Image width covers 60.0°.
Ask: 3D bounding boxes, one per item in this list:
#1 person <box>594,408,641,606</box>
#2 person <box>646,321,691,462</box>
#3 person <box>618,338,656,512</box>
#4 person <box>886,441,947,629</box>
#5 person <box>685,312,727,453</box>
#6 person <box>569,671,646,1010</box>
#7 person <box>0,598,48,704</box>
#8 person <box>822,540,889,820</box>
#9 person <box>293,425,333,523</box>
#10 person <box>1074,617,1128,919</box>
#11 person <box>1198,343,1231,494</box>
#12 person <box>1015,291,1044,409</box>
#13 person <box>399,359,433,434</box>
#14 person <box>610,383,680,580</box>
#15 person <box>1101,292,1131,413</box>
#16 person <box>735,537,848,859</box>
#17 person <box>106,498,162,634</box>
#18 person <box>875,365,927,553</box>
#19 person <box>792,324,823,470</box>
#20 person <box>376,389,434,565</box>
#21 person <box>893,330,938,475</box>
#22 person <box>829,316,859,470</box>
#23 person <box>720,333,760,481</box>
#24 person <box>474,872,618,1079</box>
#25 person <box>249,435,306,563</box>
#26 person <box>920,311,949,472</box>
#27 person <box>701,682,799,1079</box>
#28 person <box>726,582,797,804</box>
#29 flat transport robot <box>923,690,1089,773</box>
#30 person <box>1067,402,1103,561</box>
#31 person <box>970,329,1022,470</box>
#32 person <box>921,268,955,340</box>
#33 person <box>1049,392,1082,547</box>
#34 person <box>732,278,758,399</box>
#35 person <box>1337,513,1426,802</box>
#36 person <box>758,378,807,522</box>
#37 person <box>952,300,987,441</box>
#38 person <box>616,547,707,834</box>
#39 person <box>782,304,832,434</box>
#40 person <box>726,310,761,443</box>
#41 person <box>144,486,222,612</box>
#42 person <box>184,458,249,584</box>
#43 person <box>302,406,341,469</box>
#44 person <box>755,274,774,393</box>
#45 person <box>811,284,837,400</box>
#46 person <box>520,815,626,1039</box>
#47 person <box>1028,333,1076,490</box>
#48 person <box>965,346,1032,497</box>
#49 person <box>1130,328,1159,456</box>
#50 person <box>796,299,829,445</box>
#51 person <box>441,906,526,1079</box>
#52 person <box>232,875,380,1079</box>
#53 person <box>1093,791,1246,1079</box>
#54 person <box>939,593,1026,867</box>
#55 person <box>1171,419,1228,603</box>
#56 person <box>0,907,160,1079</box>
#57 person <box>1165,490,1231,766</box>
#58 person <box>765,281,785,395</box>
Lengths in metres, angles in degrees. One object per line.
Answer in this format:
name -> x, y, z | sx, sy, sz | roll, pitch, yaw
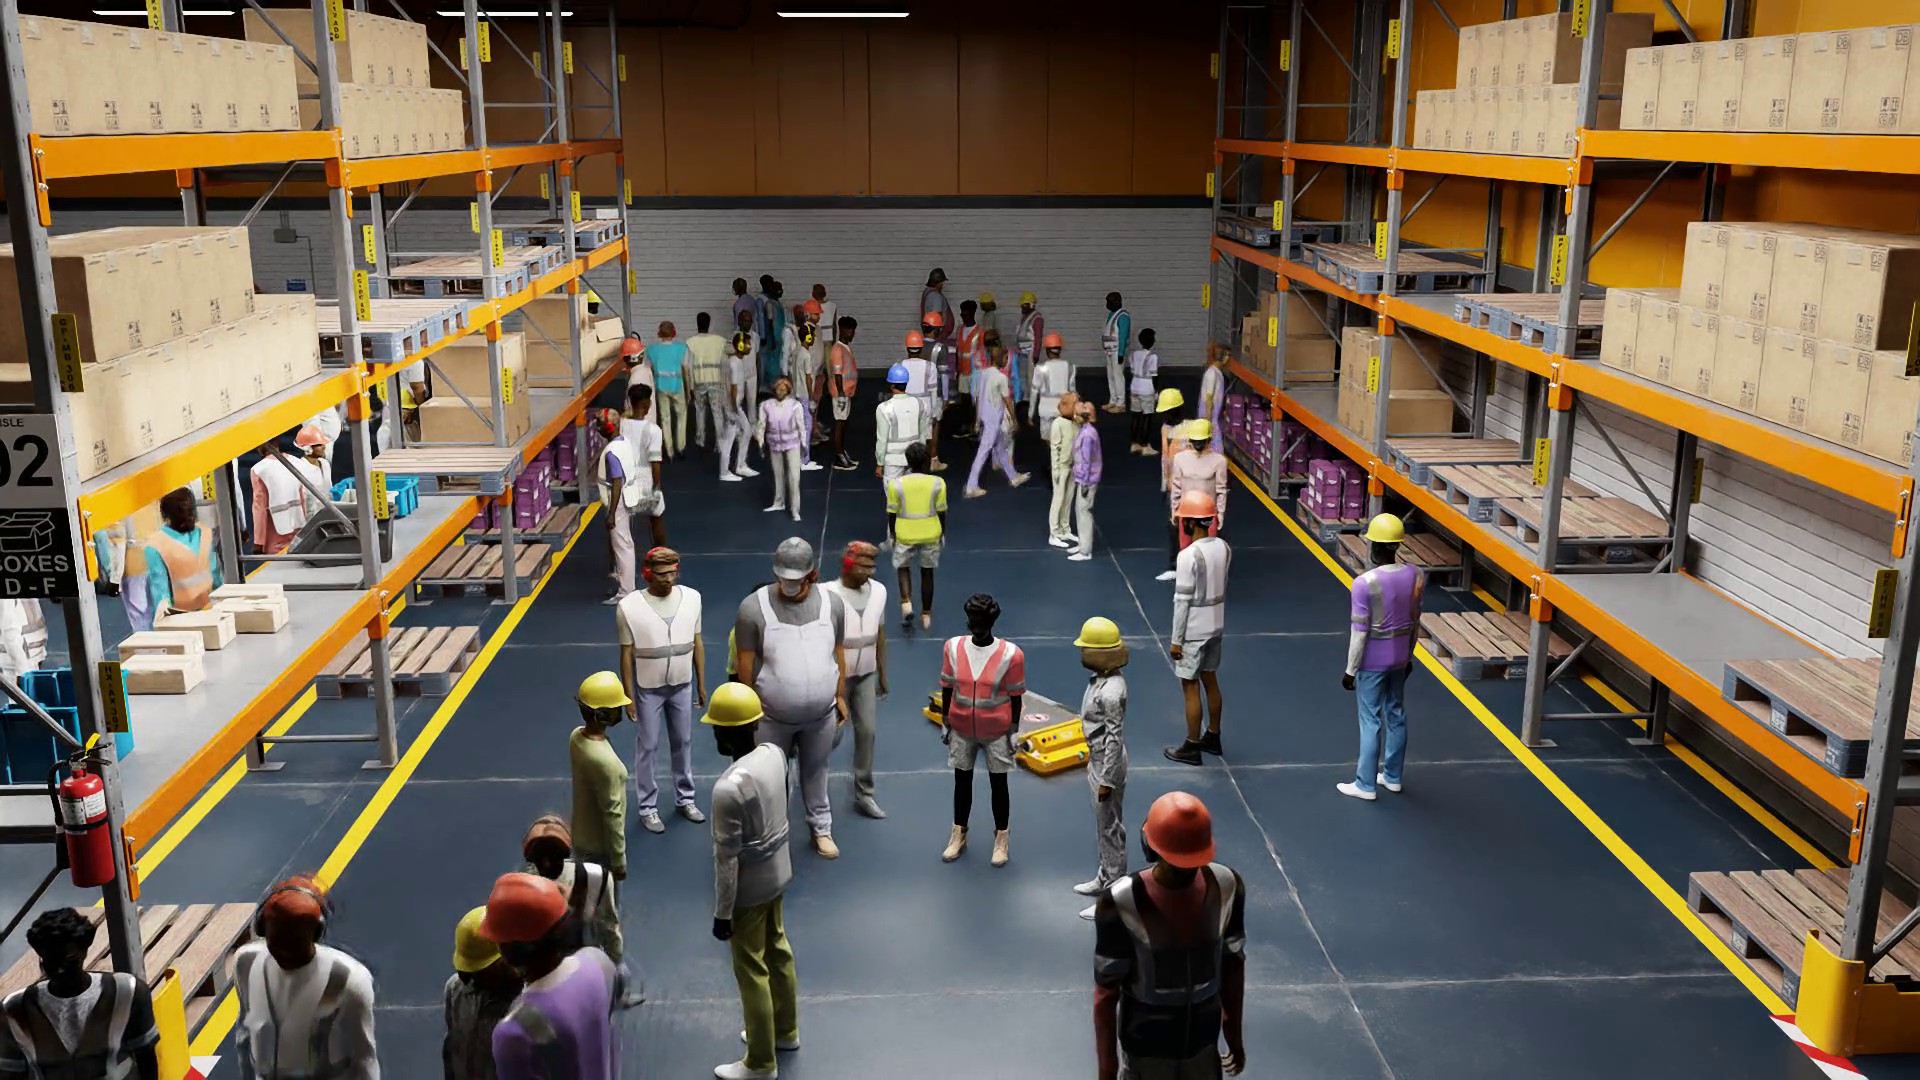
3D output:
person -> -3.148, -0.310, 15.338 | 0.390, 1.838, 0.564 | -1, 14, -4
person -> -3.797, -1.967, 21.846 | 0.578, 1.823, 0.682 | 0, 14, -1
person -> -3.653, -1.311, 18.962 | 0.394, 1.992, 0.610 | 0, 14, 0
person -> -0.371, -0.023, 14.535 | 0.539, 1.686, 0.415 | -1, 14, -5
person -> -3.394, -2.132, 22.433 | 0.585, 1.878, 0.972 | -6, 15, -21
person -> -1.788, 1.505, 8.376 | 0.338, 1.759, 0.524 | -8, 17, -30
person -> -6.169, 0.783, 10.959 | 0.355, 1.884, 0.575 | -7, 16, -24
person -> -0.740, 0.873, 10.734 | 0.593, 1.817, 0.682 | -11, 18, -38
person -> -5.753, -0.161, 14.913 | 0.319, 1.755, 0.571 | 2, 14, 8
person -> 0.789, 1.269, 9.333 | 0.319, 1.740, 0.492 | 0, 14, -1
person -> 3.027, -1.435, 19.789 | 0.437, 1.826, 0.517 | 4, 15, 15
person -> 1.063, -2.926, 25.650 | 0.403, 1.816, 0.606 | -6, 16, -24
person -> -6.587, -1.645, 20.175 | 0.536, 2.000, 0.684 | -11, 18, -37
person -> -3.156, -0.577, 16.239 | 0.626, 1.921, 0.999 | 6, 16, 23
person -> 2.371, -2.873, 25.431 | 0.429, 1.830, 0.635 | -4, 15, -16
person -> -0.974, 0.959, 9.952 | 0.674, 2.000, 0.537 | -5, 15, -20
person -> -6.531, 0.206, 13.156 | 0.381, 1.919, 0.584 | 3, 15, 11
person -> -0.616, -0.837, 17.188 | 0.605, 1.948, 0.391 | -10, 18, -35
person -> -1.961, -1.819, 21.228 | 0.333, 1.860, 0.510 | -7, 16, -25
person -> -5.501, -0.598, 16.506 | 0.403, 1.824, 0.596 | 4, 15, 14
person -> -0.535, -1.539, 19.987 | 0.548, 1.941, 0.411 | 0, 14, 0
person -> -1.481, -1.890, 21.302 | 0.384, 1.959, 0.600 | 1, 14, 4
person -> -2.742, -1.645, 20.604 | 0.563, 1.840, 0.553 | -1, 14, -6
person -> -1.276, 2.077, 5.647 | 0.943, 2.016, 0.613 | 6, 16, 24
person -> -5.828, -0.071, 14.276 | 0.415, 1.907, 0.595 | 4, 15, 14
person -> -0.366, -1.884, 21.142 | 0.601, 2.036, 0.404 | 10, 18, 35
person -> -0.995, 1.584, 7.759 | 0.403, 1.917, 0.582 | 4, 15, 17
person -> -1.177, 1.056, 10.273 | 0.556, 1.683, 0.569 | 4, 15, 14
flat transport robot -> 0.414, 1.318, 12.073 | 0.652, 0.197, 1.431 | -11, 18, -36
person -> 1.275, -0.600, 16.886 | 0.348, 1.631, 0.543 | 2, 14, 7
person -> 0.452, -1.783, 21.168 | 0.651, 1.819, 0.431 | 3, 15, 13
person -> -0.354, -3.413, 27.119 | 0.536, 2.000, 0.688 | -5, 15, -18
person -> 1.126, -0.752, 17.504 | 0.291, 1.626, 0.514 | 12, 18, 38
person -> -3.448, -3.225, 26.606 | 0.372, 1.933, 0.626 | 4, 15, 15
person -> 2.757, 0.771, 10.919 | 0.586, 1.928, 0.364 | -8, 16, -30
person -> -2.008, -1.038, 18.690 | 0.565, 1.597, 0.594 | 2, 14, 9
person -> 0.148, -2.367, 23.160 | 0.364, 1.962, 0.613 | -14, 20, -43
person -> -1.876, 0.924, 10.498 | 0.562, 1.838, 0.387 | -10, 17, -33
person -> -2.290, -2.446, 23.744 | 1.006, 1.835, 0.591 | 7, 16, 27
person -> -2.979, -2.269, 23.037 | 0.504, 1.839, 0.348 | -9, 17, -32
person -> -5.557, 0.521, 11.967 | 0.744, 1.894, 0.608 | 4, 15, 15
person -> -6.436, -0.093, 14.357 | 0.405, 1.909, 0.597 | 8, 16, 27
person -> -6.900, -1.023, 18.002 | 0.408, 1.909, 0.638 | -4, 15, -16
person -> -3.172, -3.385, 27.247 | 0.378, 1.918, 0.598 | 3, 15, 10
person -> -2.199, -3.145, 26.460 | 0.569, 1.840, 0.373 | -11, 18, -36
person -> -1.679, 1.927, 7.011 | 0.531, 1.607, 0.688 | -4, 15, -14
person -> 1.115, -1.566, 20.180 | 0.560, 1.892, 0.902 | -5, 15, -20
person -> 0.468, -1.413, 19.753 | 0.993, 1.787, 0.505 | -7, 16, -25
person -> 2.455, -1.970, 22.150 | 0.319, 1.698, 0.537 | -8, 16, -29
person -> -2.026, -2.317, 22.907 | 0.387, 1.992, 0.626 | 5, 15, 21
person -> -1.658, 2.117, 6.018 | 0.484, 1.736, 0.305 | 5, 15, 17
person -> -2.323, 2.043, 6.059 | 0.580, 1.862, 0.618 | 5, 15, 19
person -> 0.808, 1.893, 6.318 | 0.613, 2.031, 0.410 | -5, 15, -17
person -> 0.126, 1.130, 9.978 | 0.532, 1.693, 0.319 | 4, 15, 16
person -> 2.182, -0.251, 15.276 | 0.528, 1.760, 0.348 | 6, 15, 21
person -> -3.188, 2.121, 6.076 | 0.533, 1.697, 0.321 | -6, 16, -23
person -> 1.636, 0.605, 11.575 | 0.391, 1.929, 0.547 | 12, 19, 40
person -> -2.972, -3.266, 26.931 | 0.345, 1.846, 0.508 | 2, 14, 9
